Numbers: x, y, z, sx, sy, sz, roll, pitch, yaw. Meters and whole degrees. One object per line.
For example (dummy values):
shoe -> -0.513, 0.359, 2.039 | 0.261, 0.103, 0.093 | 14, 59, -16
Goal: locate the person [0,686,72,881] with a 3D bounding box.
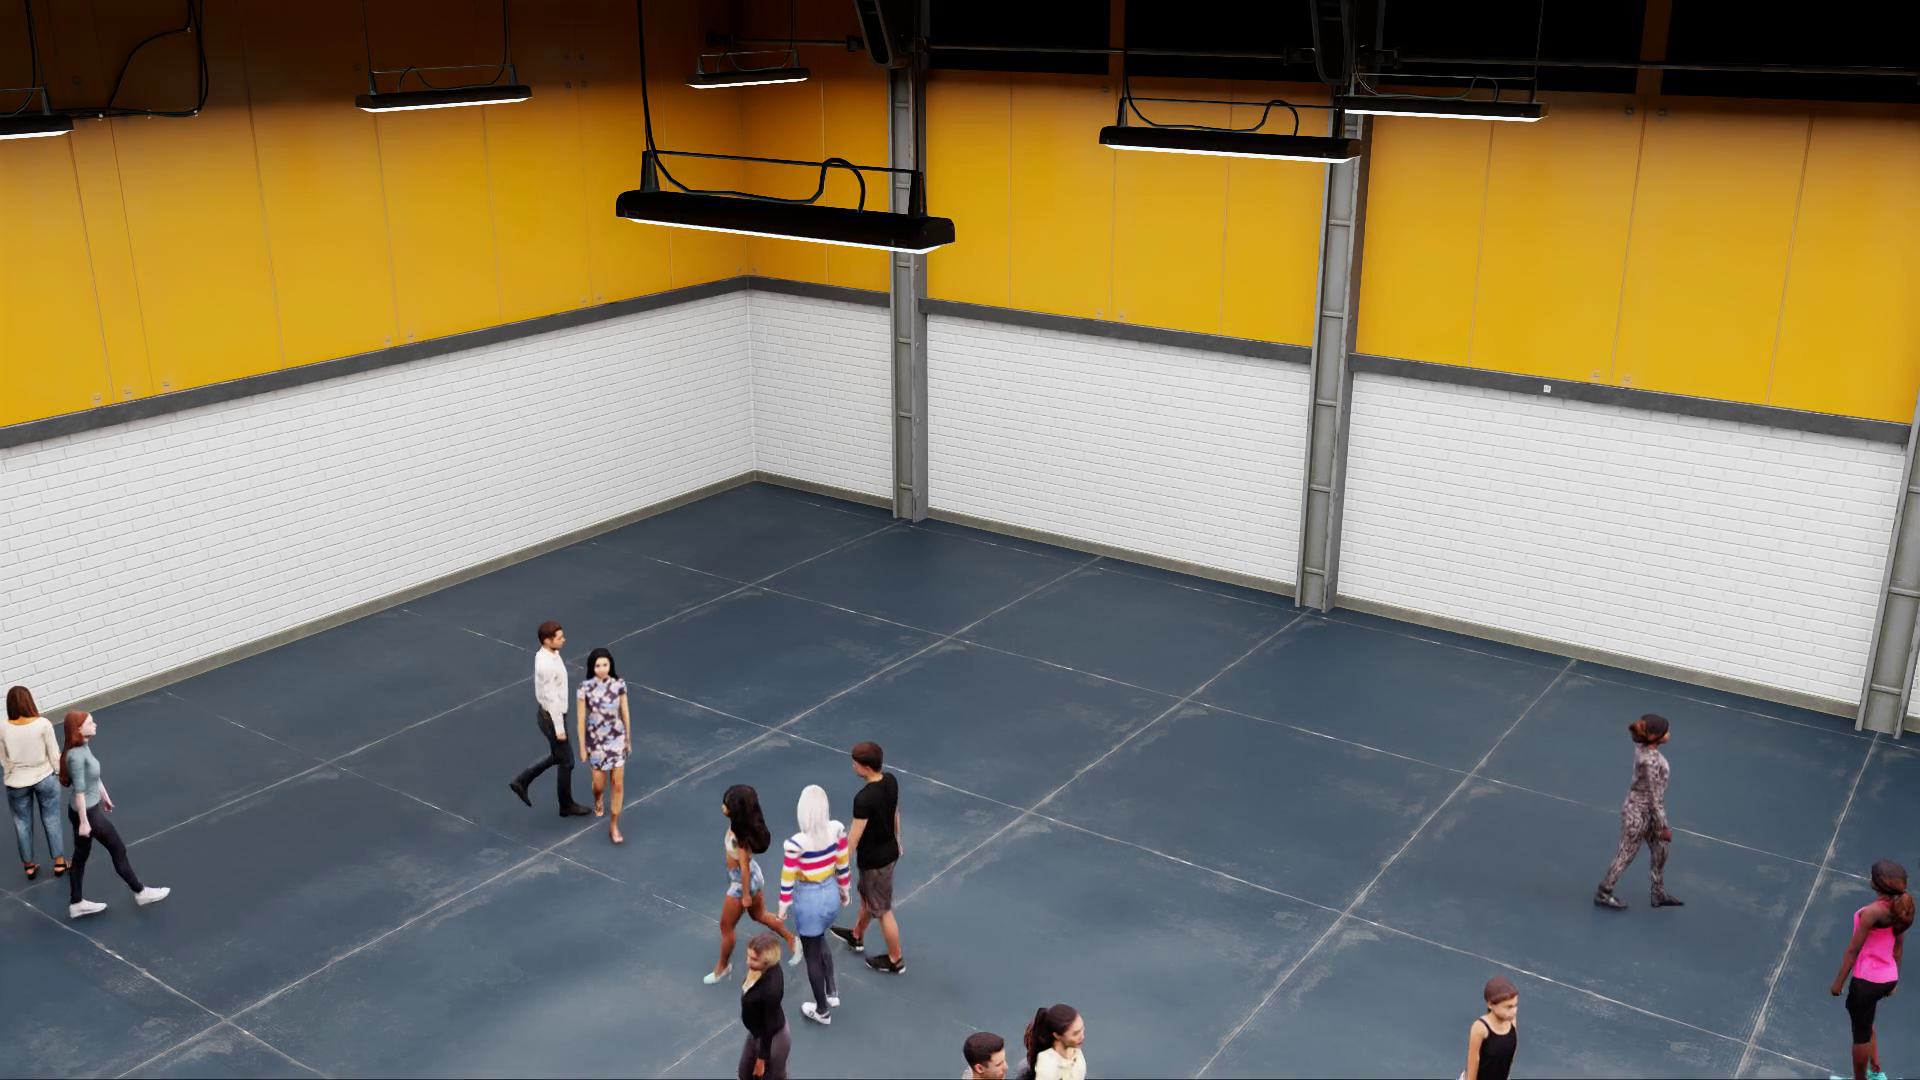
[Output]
person -> -7.600, 1.975, 13.631 | 0.698, 1.675, 0.740 | -5, 19, -14

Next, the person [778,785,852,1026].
person -> -0.953, 2.579, 11.643 | 0.760, 1.797, 0.716 | -15, 24, -37

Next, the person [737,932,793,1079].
person -> -1.081, 3.115, 10.287 | 0.811, 1.647, 0.742 | -3, 19, -9

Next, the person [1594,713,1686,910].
person -> 5.252, 2.158, 13.062 | 0.964, 1.690, 0.723 | 7, 20, 20

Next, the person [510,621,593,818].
person -> -3.632, 1.592, 14.497 | 1.049, 1.847, 1.004 | -4, 19, -13

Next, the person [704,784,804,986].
person -> -1.496, 2.522, 12.130 | 1.060, 1.594, 1.006 | -3, 19, -10

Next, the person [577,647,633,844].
person -> -3.046, 1.723, 14.306 | 0.833, 1.721, 0.946 | -8, 20, -21

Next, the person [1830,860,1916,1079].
person -> 5.997, 2.909, 10.796 | 0.678, 1.713, 0.721 | -10, 21, -27

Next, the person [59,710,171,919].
person -> -6.899, 2.171, 12.983 | 0.961, 1.715, 1.007 | -9, 21, -24

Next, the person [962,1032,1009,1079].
person -> 0.104, 3.445, 8.973 | 0.716, 1.860, 0.765 | 4, 19, 11

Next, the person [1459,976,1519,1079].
person -> 3.102, 3.266, 9.991 | 0.685, 1.550, 0.789 | -9, 21, -26

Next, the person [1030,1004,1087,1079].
person -> 0.478, 3.361, 9.631 | 1.186, 1.599, 0.937 | 3, 19, 9

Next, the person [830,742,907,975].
person -> -0.532, 2.356, 12.238 | 1.015, 1.840, 0.819 | 7, 20, 20
